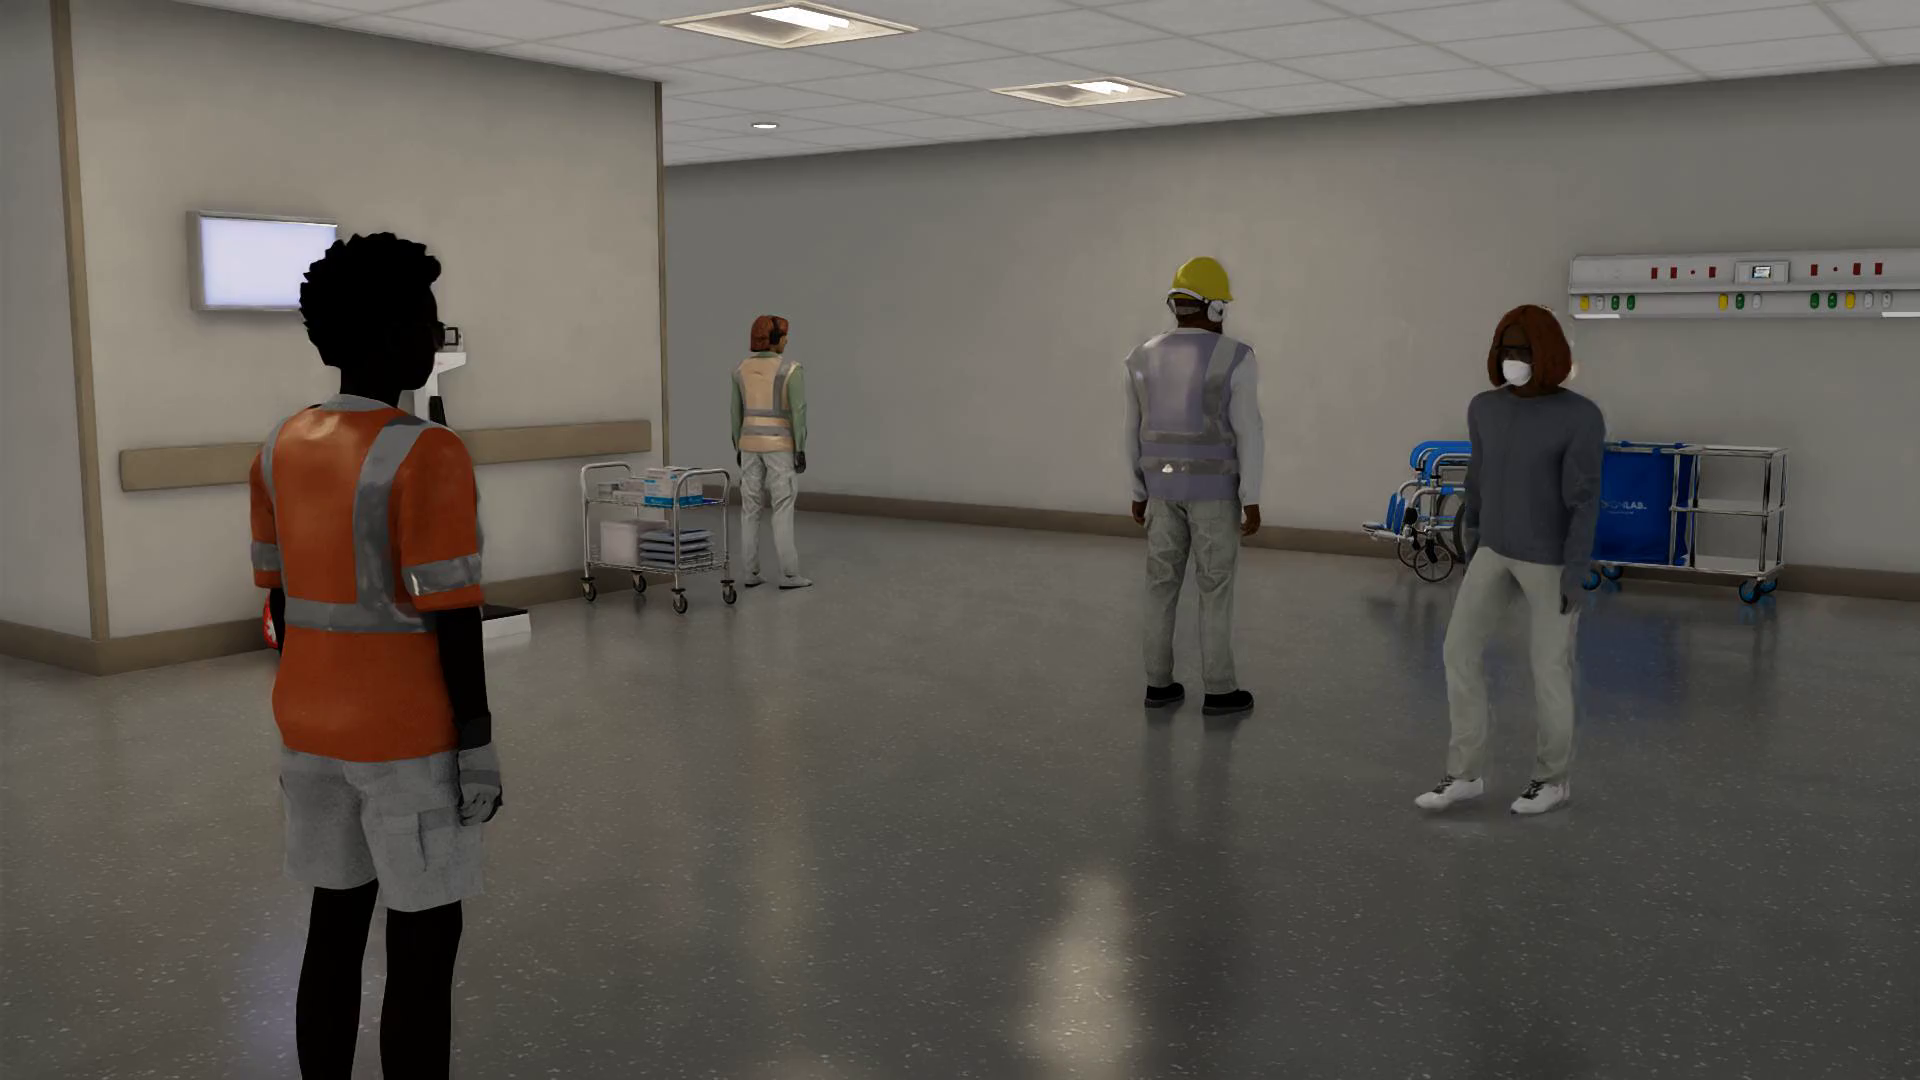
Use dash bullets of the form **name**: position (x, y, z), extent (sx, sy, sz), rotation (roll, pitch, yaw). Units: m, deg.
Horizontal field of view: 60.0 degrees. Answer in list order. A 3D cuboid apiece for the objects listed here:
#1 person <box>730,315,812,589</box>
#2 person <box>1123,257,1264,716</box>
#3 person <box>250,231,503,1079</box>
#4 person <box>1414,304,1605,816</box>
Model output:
- **person**: position (-1.142, -0.521, 9.952), extent (0.514, 1.636, 0.315), rotation (4, 8, 26)
- **person**: position (0.951, -0.214, 6.697), extent (0.601, 1.831, 0.404), rotation (5, 9, 35)
- **person**: position (-0.981, 0.331, 2.857), extent (0.541, 1.696, 0.315), rotation (5, 9, 35)
- **person**: position (1.702, 0.082, 5.170), extent (0.633, 1.607, 0.525), rotation (-5, 9, -35)
